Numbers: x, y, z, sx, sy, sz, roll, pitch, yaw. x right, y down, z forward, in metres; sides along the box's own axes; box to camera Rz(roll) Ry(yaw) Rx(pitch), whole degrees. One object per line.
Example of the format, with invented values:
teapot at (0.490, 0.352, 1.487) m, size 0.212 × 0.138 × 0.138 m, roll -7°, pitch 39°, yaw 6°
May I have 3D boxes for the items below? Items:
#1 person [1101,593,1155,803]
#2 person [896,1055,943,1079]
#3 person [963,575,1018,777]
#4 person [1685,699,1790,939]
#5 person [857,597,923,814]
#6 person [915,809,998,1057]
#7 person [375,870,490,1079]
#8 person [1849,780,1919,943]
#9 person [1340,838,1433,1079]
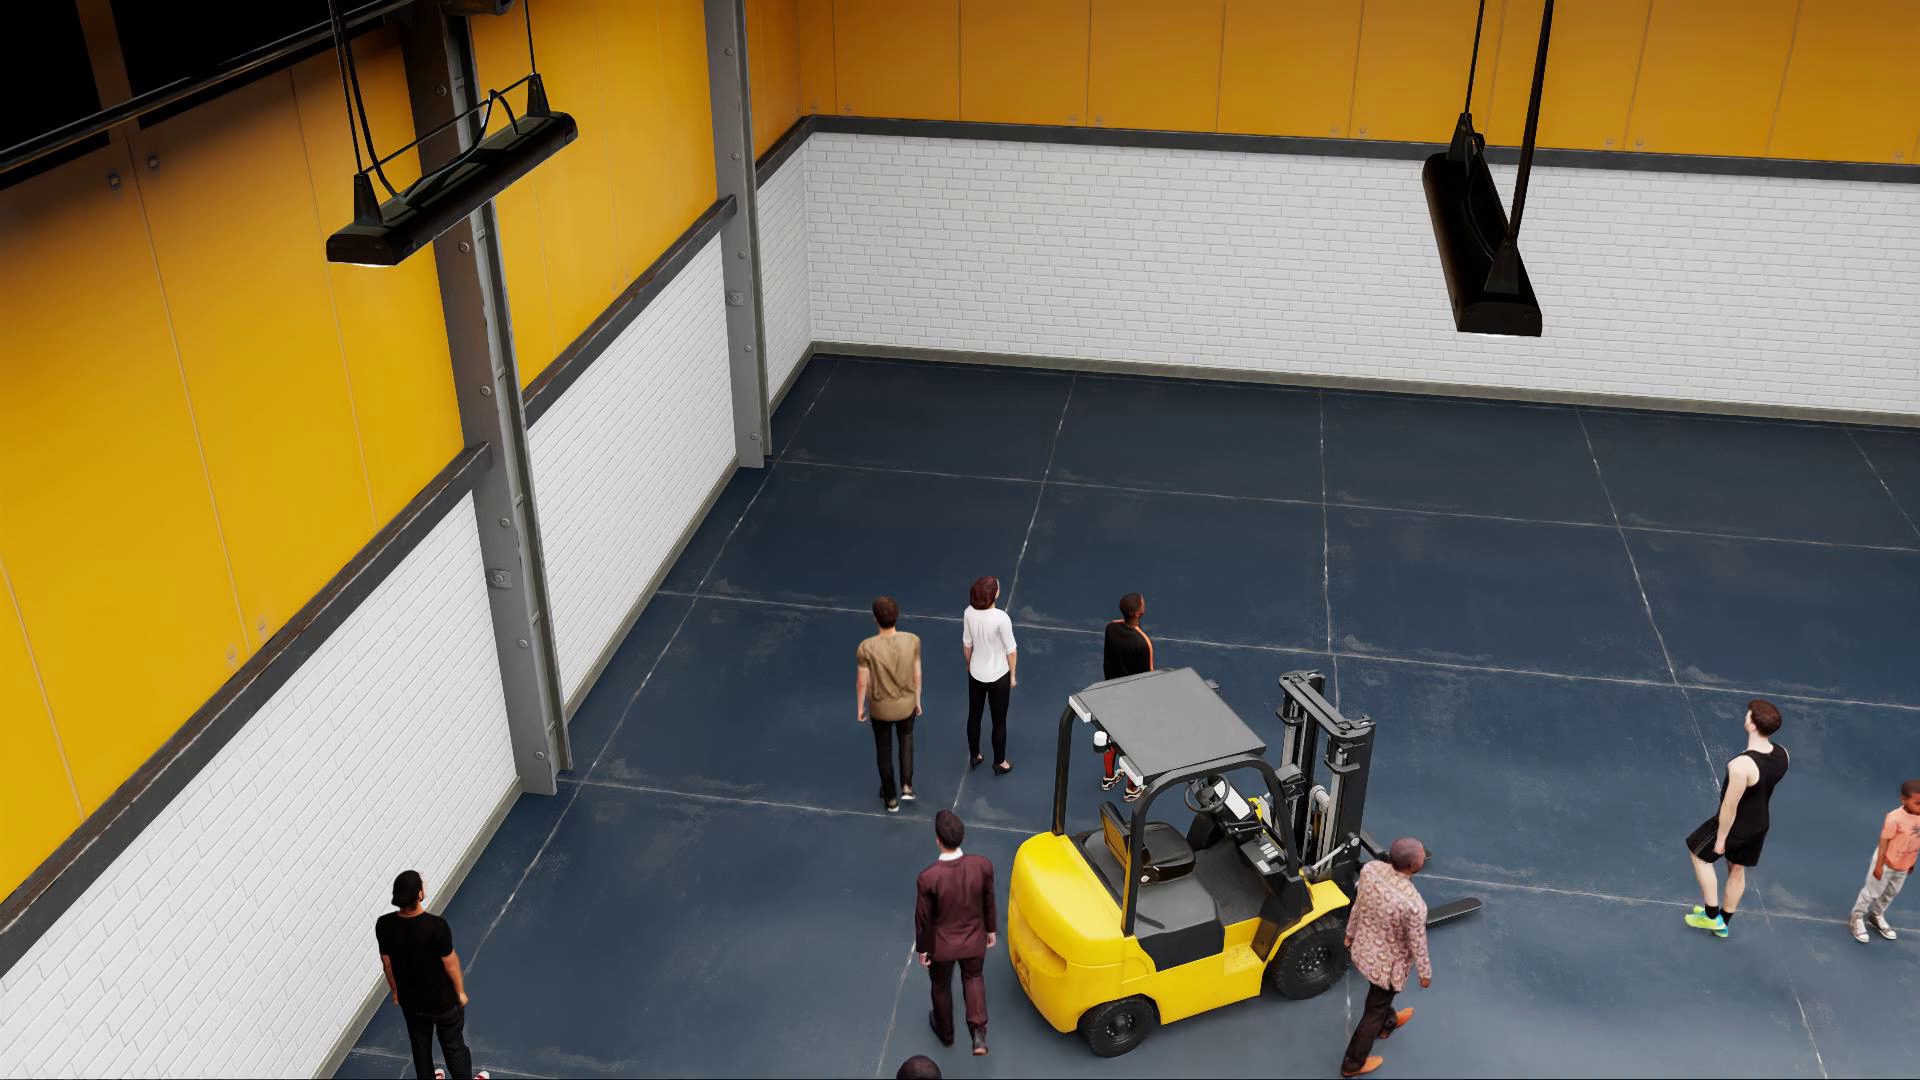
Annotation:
person at (1.301, 1.197, 12.874) m, size 0.724 × 1.808 × 0.699 m, roll -25°, pitch 37°, yaw -38°
person at (-0.255, 3.396, 9.049) m, size 0.753 × 1.611 × 0.819 m, roll -21°, pitch 35°, yaw -33°
person at (0.222, 1.074, 13.113) m, size 0.670 × 1.795 × 0.632 m, roll 15°, pitch 32°, yaw 26°
person at (5.391, 1.973, 11.375) m, size 0.793 × 1.881 × 0.820 m, roll -11°, pitch 31°, yaw -20°
person at (-0.497, 1.306, 12.640) m, size 0.788 × 1.841 × 0.829 m, roll -7°, pitch 29°, yaw -13°
person at (0.004, 2.529, 10.389) m, size 0.919 × 1.849 × 1.037 m, roll -8°, pitch 30°, yaw -15°
person at (-3.231, 2.744, 10.092) m, size 0.624 × 1.755 × 0.546 m, roll 4°, pitch 29°, yaw 7°
person at (6.475, 2.200, 11.560) m, size 0.542 × 1.306 × 0.570 m, roll -7°, pitch 29°, yaw -12°
person at (2.559, 2.615, 10.307) m, size 1.086 × 1.777 × 1.062 m, roll -14°, pitch 32°, yaw -24°
